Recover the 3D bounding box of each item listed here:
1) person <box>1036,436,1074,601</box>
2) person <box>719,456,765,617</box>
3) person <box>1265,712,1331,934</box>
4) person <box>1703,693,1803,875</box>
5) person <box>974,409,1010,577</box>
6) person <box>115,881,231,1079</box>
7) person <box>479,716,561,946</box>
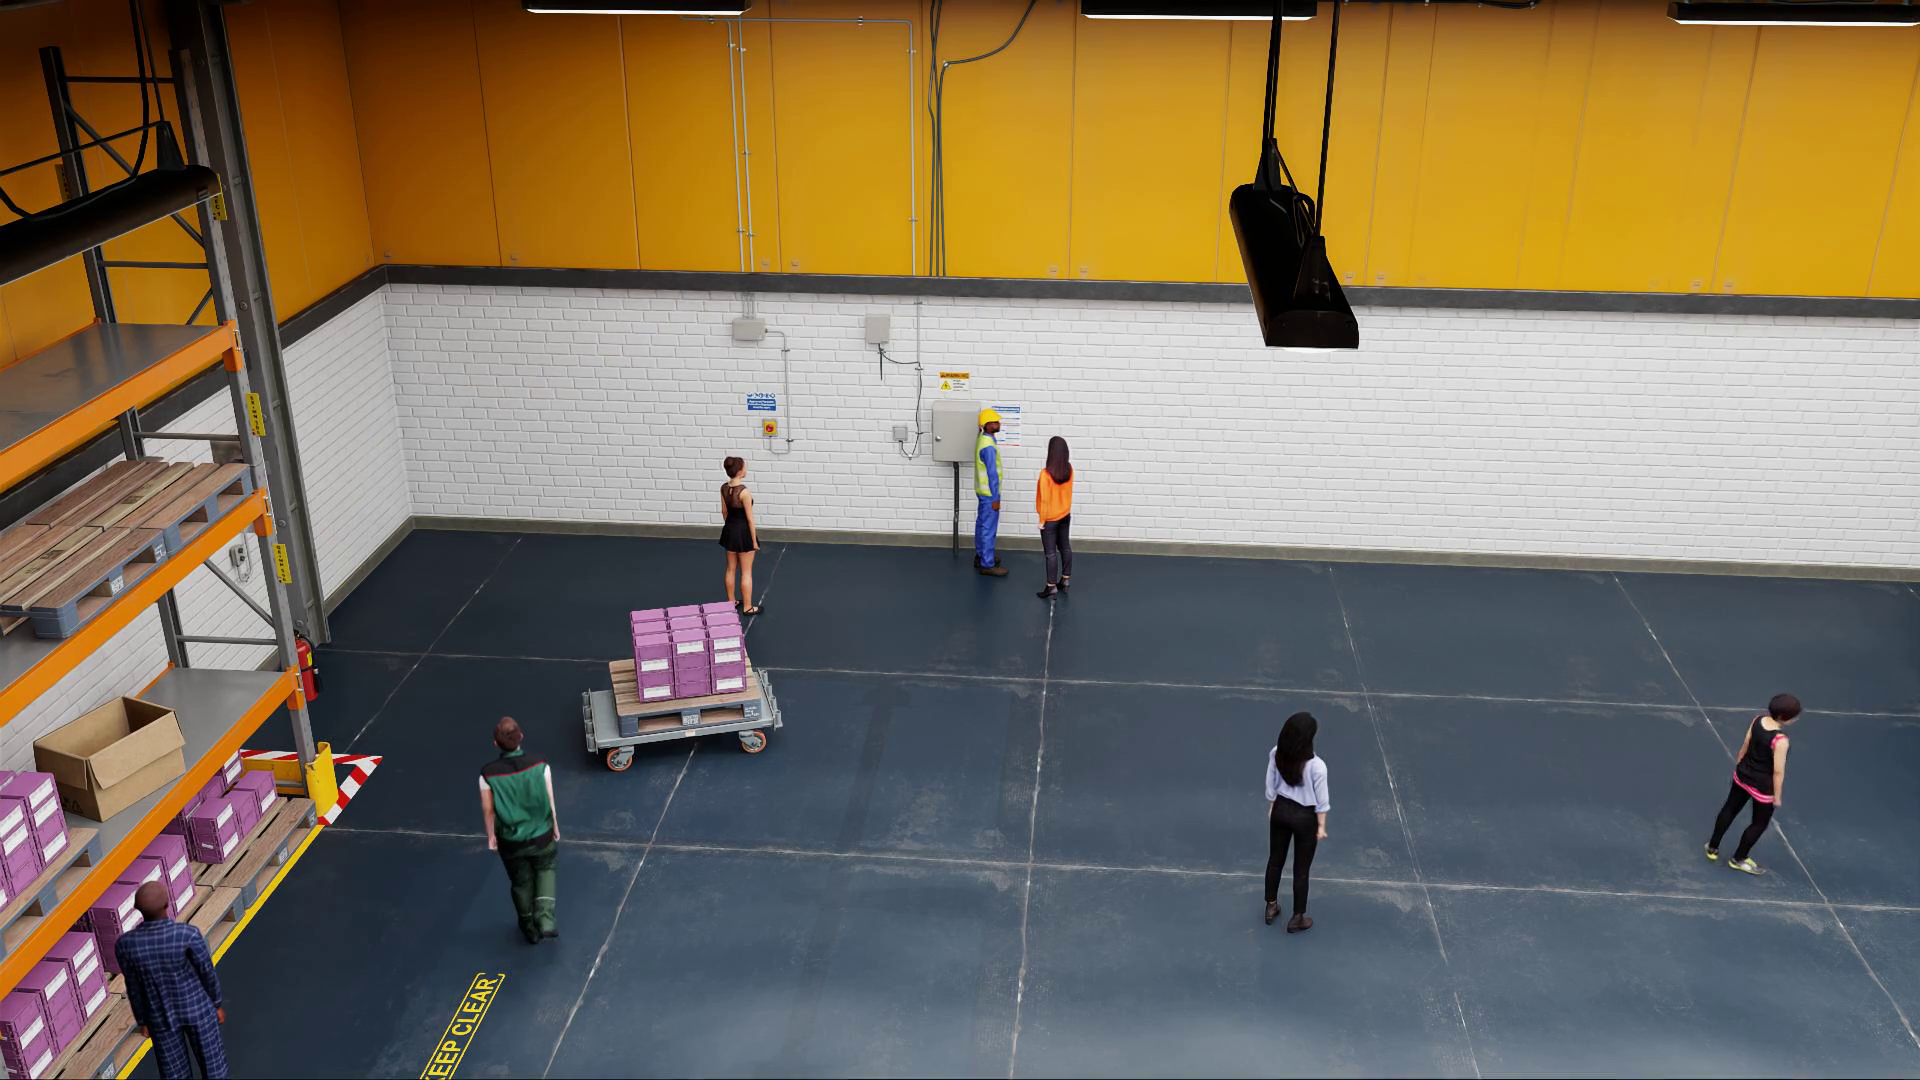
[{"bbox_3d":[0.974,-0.236,16.960,0.766,1.749,0.688,21,31,39],"label":"person"},{"bbox_3d":[-2.216,-0.057,16.642,0.681,1.675,0.718,18,29,35],"label":"person"},{"bbox_3d":[2.379,2.000,11.850,0.733,1.744,0.752,19,30,36],"label":"person"},{"bbox_3d":[5.991,1.801,12.570,0.803,1.531,0.624,-9,25,-20],"label":"person"},{"bbox_3d":[0.301,-0.527,17.544,0.778,1.812,0.601,-3,24,-8],"label":"person"},{"bbox_3d":[-4.657,2.801,9.923,0.742,1.819,0.730,-7,24,-15],"label":"person"},{"bbox_3d":[-3.020,2.074,11.573,0.805,1.830,0.882,-8,25,-17],"label":"person"}]
